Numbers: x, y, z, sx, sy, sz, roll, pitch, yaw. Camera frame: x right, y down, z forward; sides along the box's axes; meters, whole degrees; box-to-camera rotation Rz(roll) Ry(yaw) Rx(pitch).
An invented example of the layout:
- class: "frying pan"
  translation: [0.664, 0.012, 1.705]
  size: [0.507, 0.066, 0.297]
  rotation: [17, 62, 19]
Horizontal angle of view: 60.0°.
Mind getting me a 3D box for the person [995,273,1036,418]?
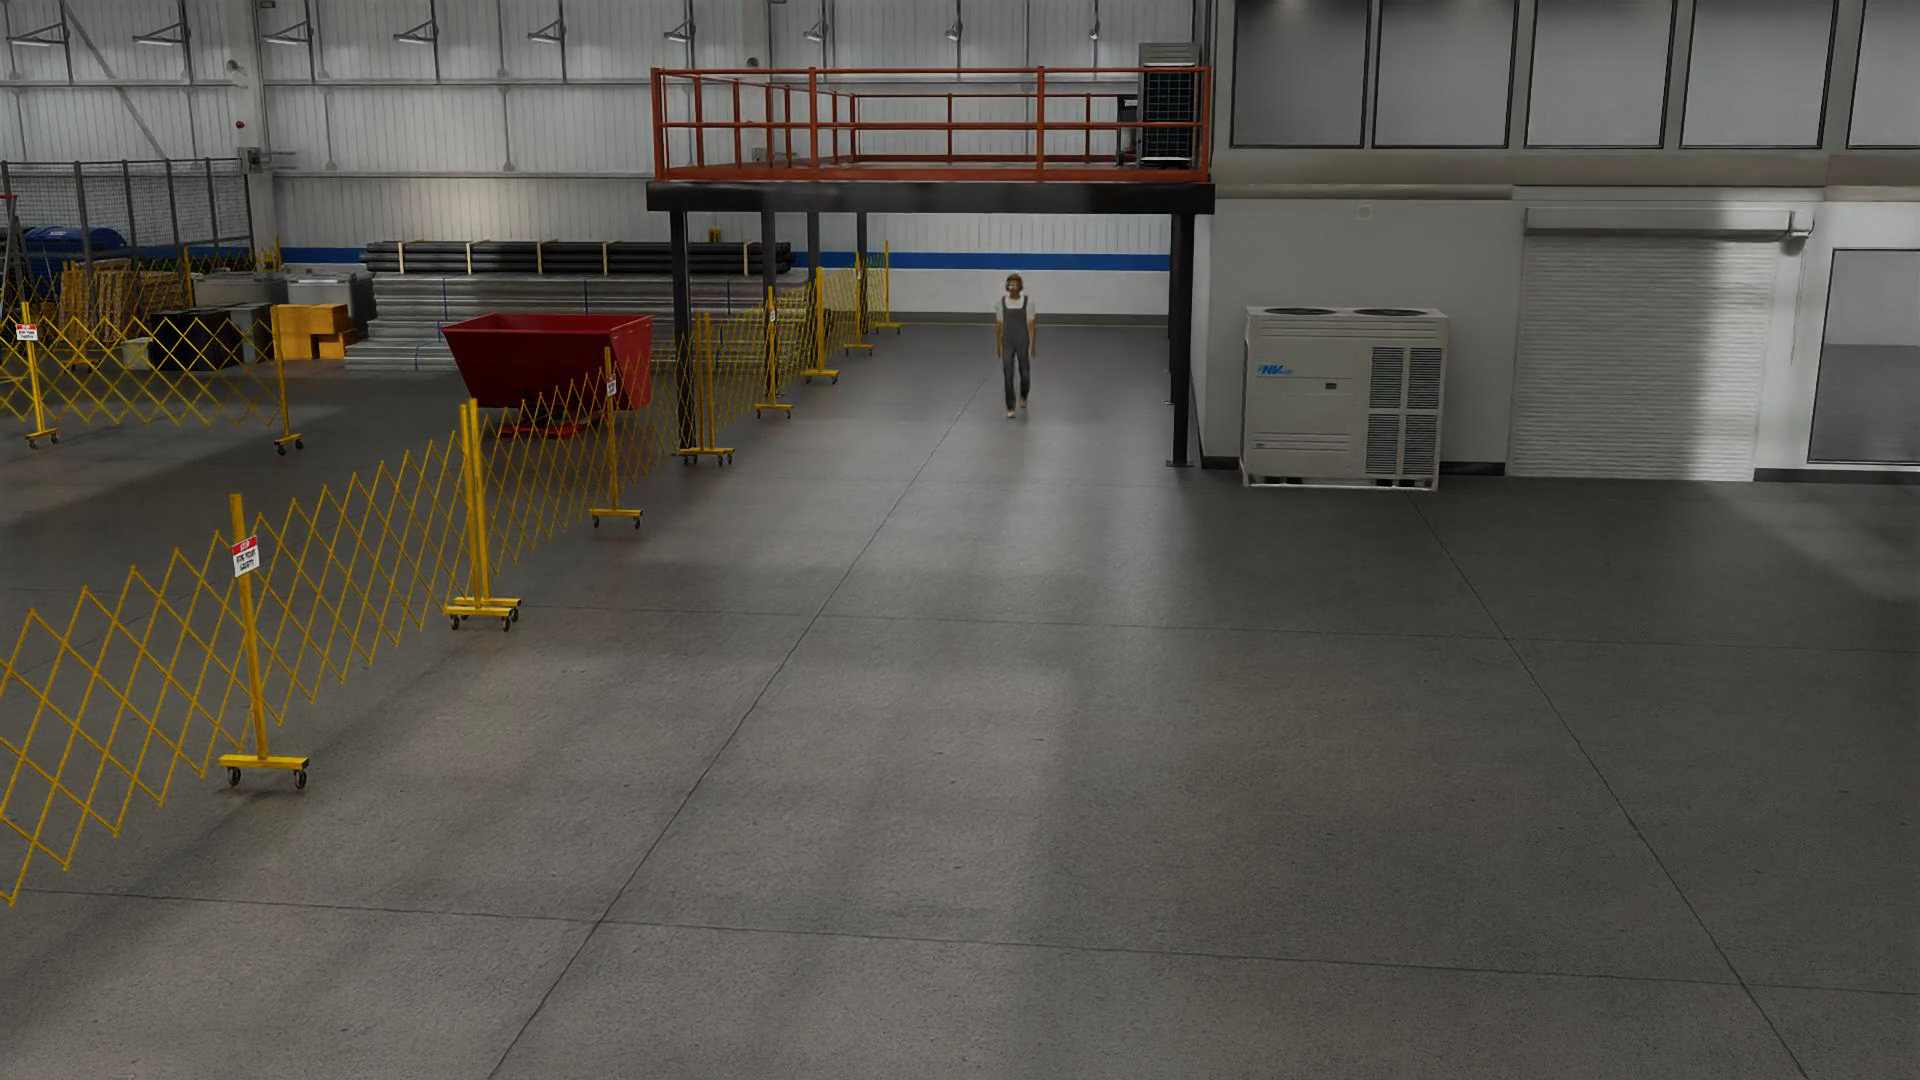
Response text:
- class: "person"
  translation: [0.705, -2.481, 21.121]
  size: [0.508, 1.834, 0.561]
  rotation: [1, 14, 5]
